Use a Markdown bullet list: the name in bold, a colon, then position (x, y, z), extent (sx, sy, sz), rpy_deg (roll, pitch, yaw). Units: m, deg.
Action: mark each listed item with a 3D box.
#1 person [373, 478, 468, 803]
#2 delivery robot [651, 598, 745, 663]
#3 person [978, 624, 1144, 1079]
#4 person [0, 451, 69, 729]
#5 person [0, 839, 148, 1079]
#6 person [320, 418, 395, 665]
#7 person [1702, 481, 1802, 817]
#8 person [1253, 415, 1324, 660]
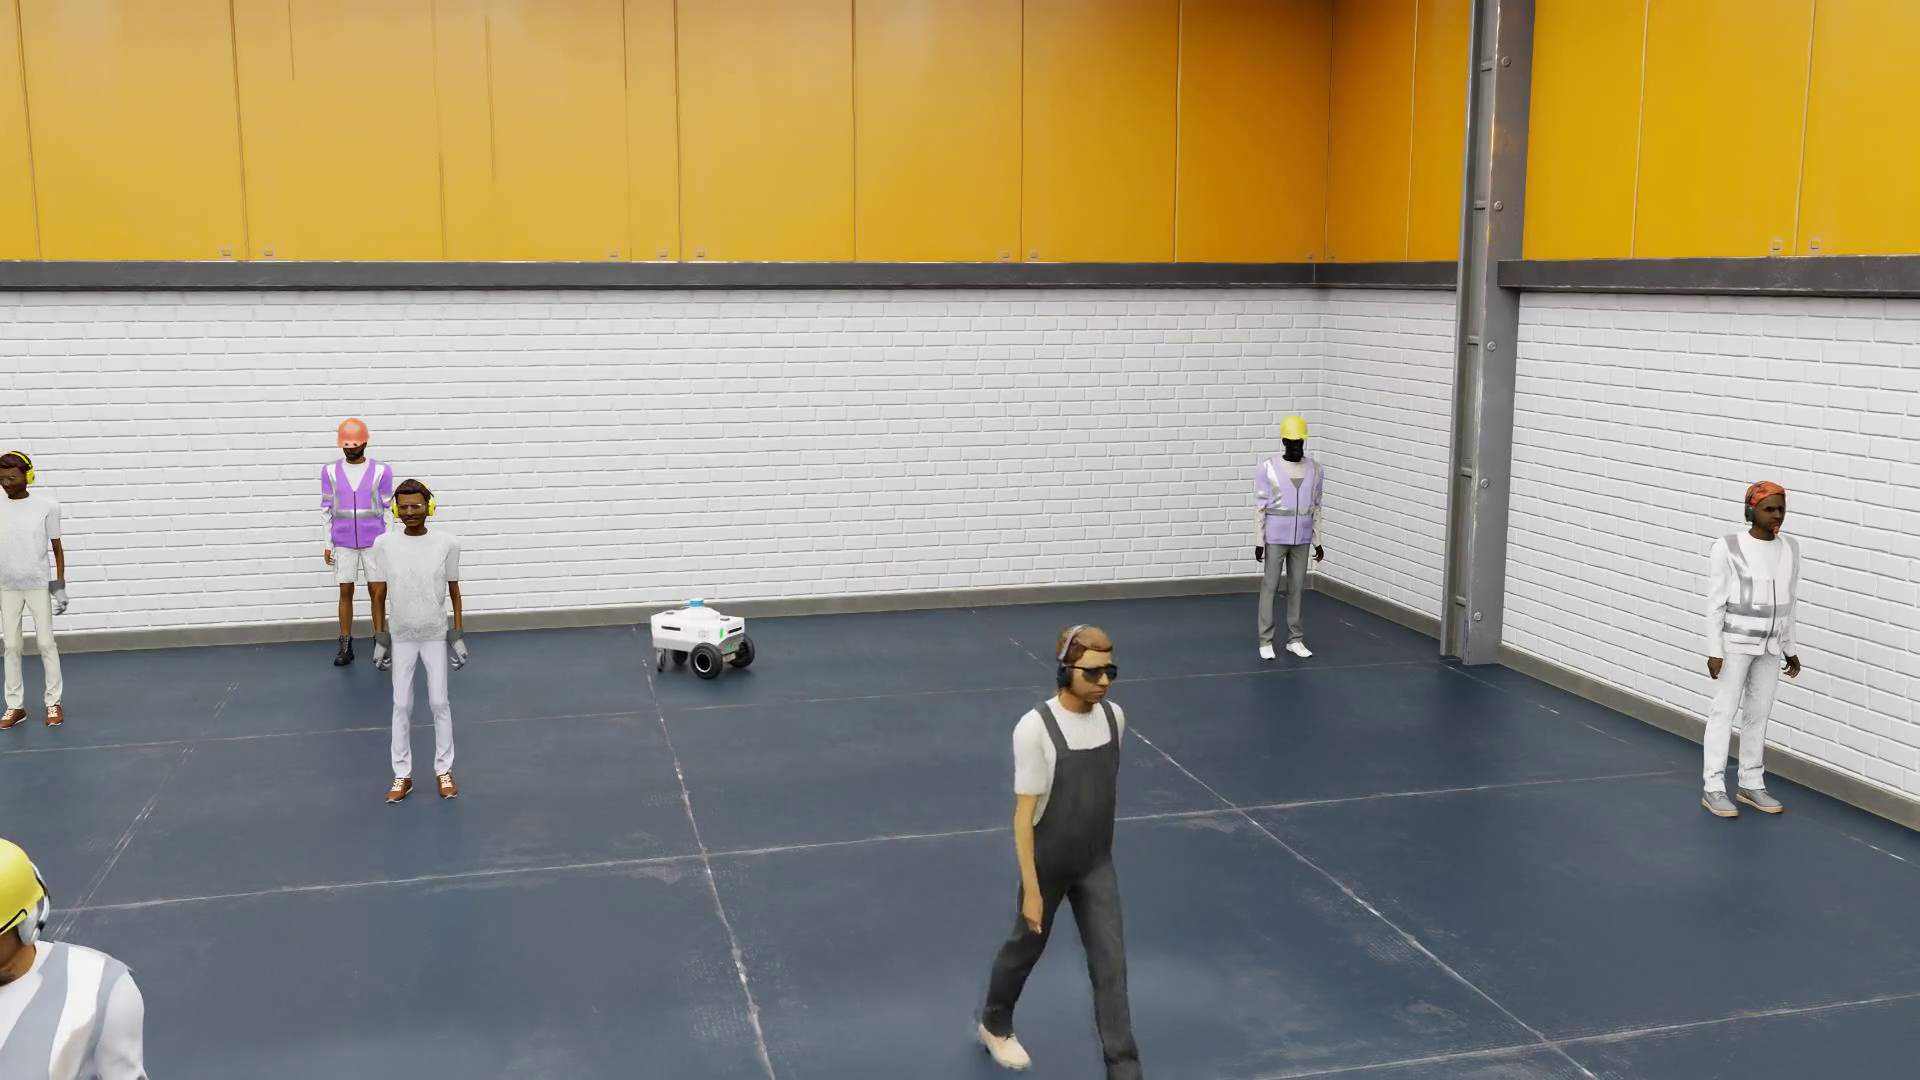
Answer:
- **person**: position (-3.109, 0.572, 9.578), extent (0.521, 1.874, 0.328), rpy_deg (-2, 9, -14)
- **delivery robot**: position (-2.002, 0.684, 12.683), extent (0.707, 0.478, 0.477), rpy_deg (5, 10, 28)
- **person**: position (0.381, 1.178, 6.079), extent (0.528, 1.798, 0.983), rpy_deg (-6, 11, -33)
- **person**: position (-6.247, 0.330, 11.114), extent (0.521, 1.865, 0.328), rpy_deg (-2, 9, -14)
- **person**: position (-2.130, 1.533, 3.733), extent (0.588, 1.822, 0.403), rpy_deg (-2, 9, -14)
- **person**: position (-4.660, 0.012, 12.898), extent (0.542, 1.927, 0.374), rpy_deg (-2, 9, -14)
- **person**: position (4.444, 0.607, 9.324), extent (0.573, 1.883, 0.355), rpy_deg (-2, 9, -14)
- **person**: position (2.595, -0.022, 13.105), extent (0.585, 1.929, 0.370), rpy_deg (-2, 9, -14)
